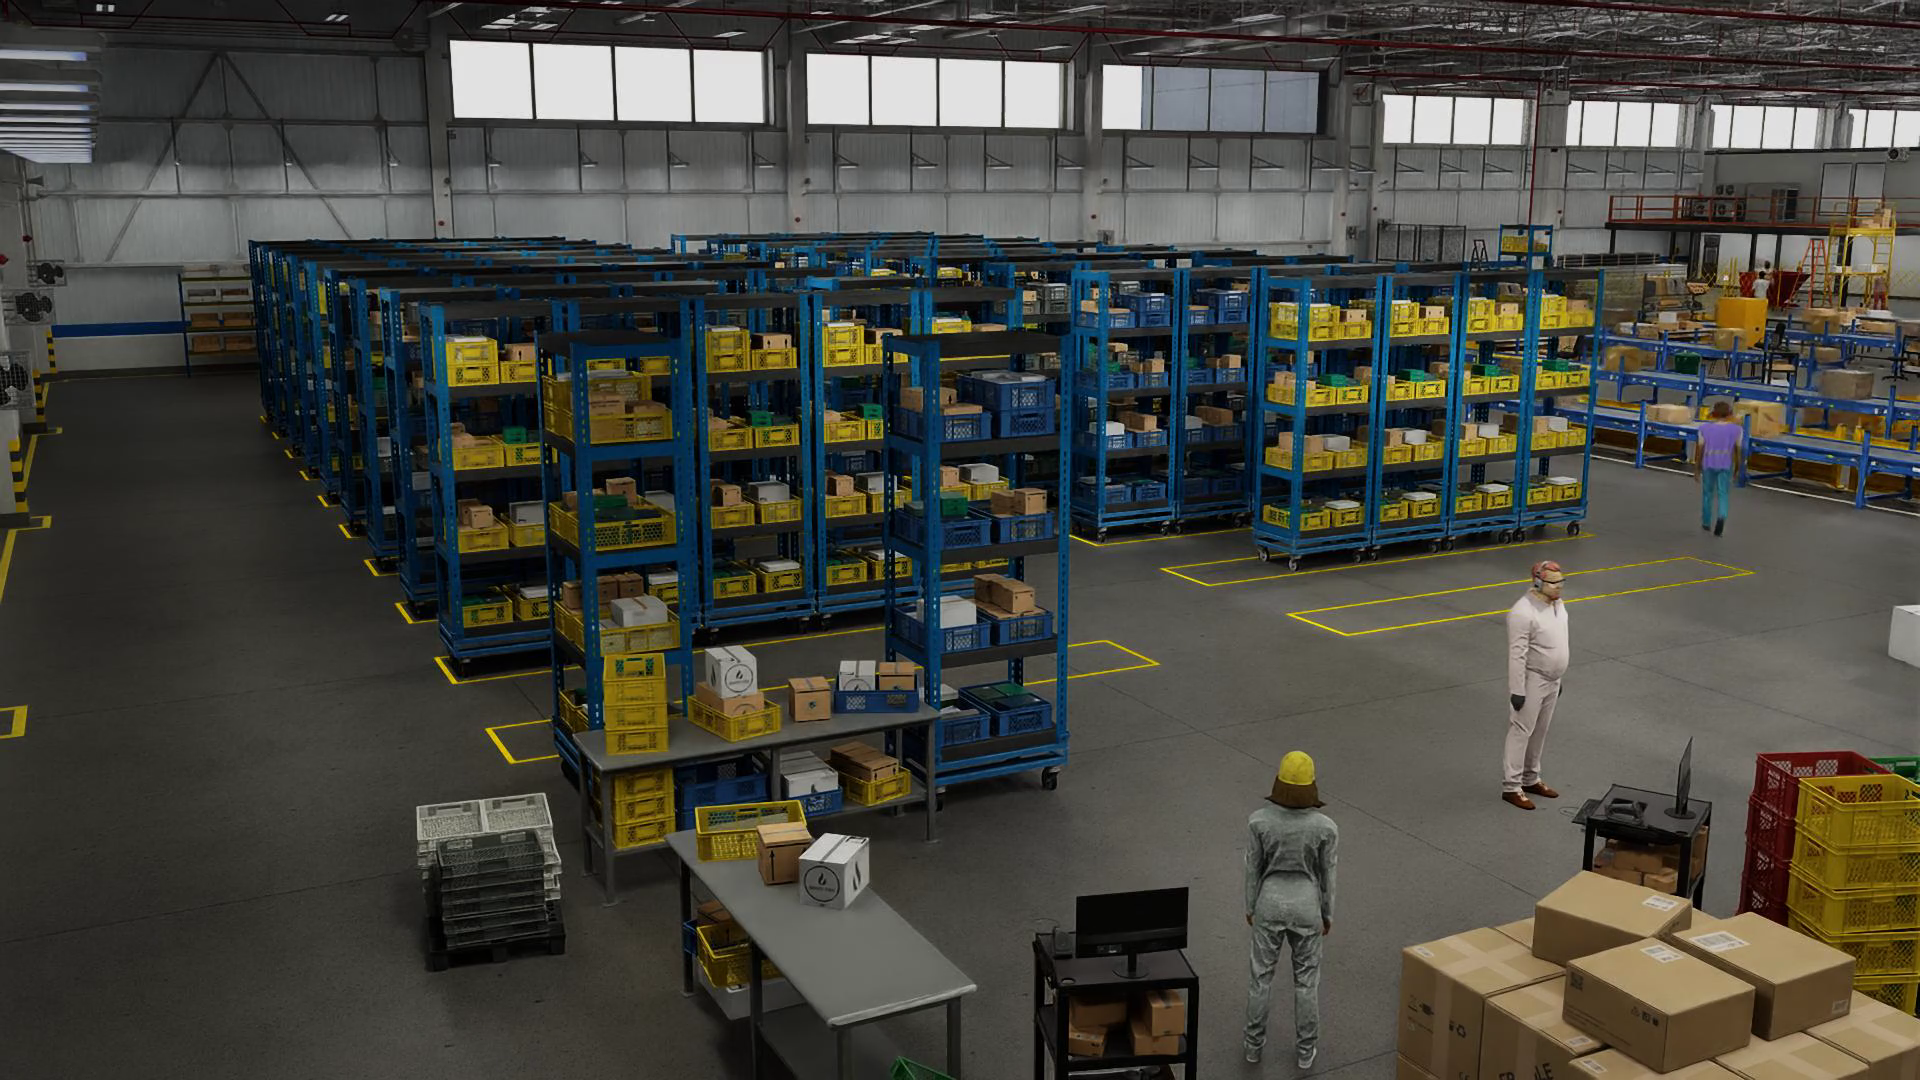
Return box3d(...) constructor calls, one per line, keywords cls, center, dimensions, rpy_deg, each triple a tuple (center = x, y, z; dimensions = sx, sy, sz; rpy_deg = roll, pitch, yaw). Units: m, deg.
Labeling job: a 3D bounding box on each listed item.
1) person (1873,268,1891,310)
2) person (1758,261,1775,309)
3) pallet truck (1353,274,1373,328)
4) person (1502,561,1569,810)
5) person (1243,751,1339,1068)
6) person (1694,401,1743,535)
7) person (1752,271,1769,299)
box3d(cls="person", center=(33.114, -8.897, 59.772), dimensions=(0.519, 1.757, 0.340), rpy_deg=(7, 14, 31))
box3d(cls="person", center=(30.818, -9.736, 63.554), dimensions=(0.578, 1.819, 1.030), rpy_deg=(-4, 13, -17))
box3d(cls="pallet truck", center=(13.011, -8.050, 55.243), dimensions=(0.823, 1.965, 1.885), rpy_deg=(-7, 14, -28))
box3d(cls="person", center=(4.427, 1.090, 12.708), dimensions=(0.651, 1.906, 0.403), rpy_deg=(-11, 16, -41))
box3d(cls="person", center=(1.772, 1.979, 8.959), dimensions=(0.485, 1.735, 0.342), rpy_deg=(3, 12, 12))
box3d(cls="person", center=(10.278, -0.976, 22.567), dimensions=(0.572, 1.826, 0.724), rpy_deg=(4, 13, 19))
box3d(cls="person", center=(26.699, -8.044, 55.528), dimensions=(0.535, 1.864, 0.309), rpy_deg=(4, 13, 20))
